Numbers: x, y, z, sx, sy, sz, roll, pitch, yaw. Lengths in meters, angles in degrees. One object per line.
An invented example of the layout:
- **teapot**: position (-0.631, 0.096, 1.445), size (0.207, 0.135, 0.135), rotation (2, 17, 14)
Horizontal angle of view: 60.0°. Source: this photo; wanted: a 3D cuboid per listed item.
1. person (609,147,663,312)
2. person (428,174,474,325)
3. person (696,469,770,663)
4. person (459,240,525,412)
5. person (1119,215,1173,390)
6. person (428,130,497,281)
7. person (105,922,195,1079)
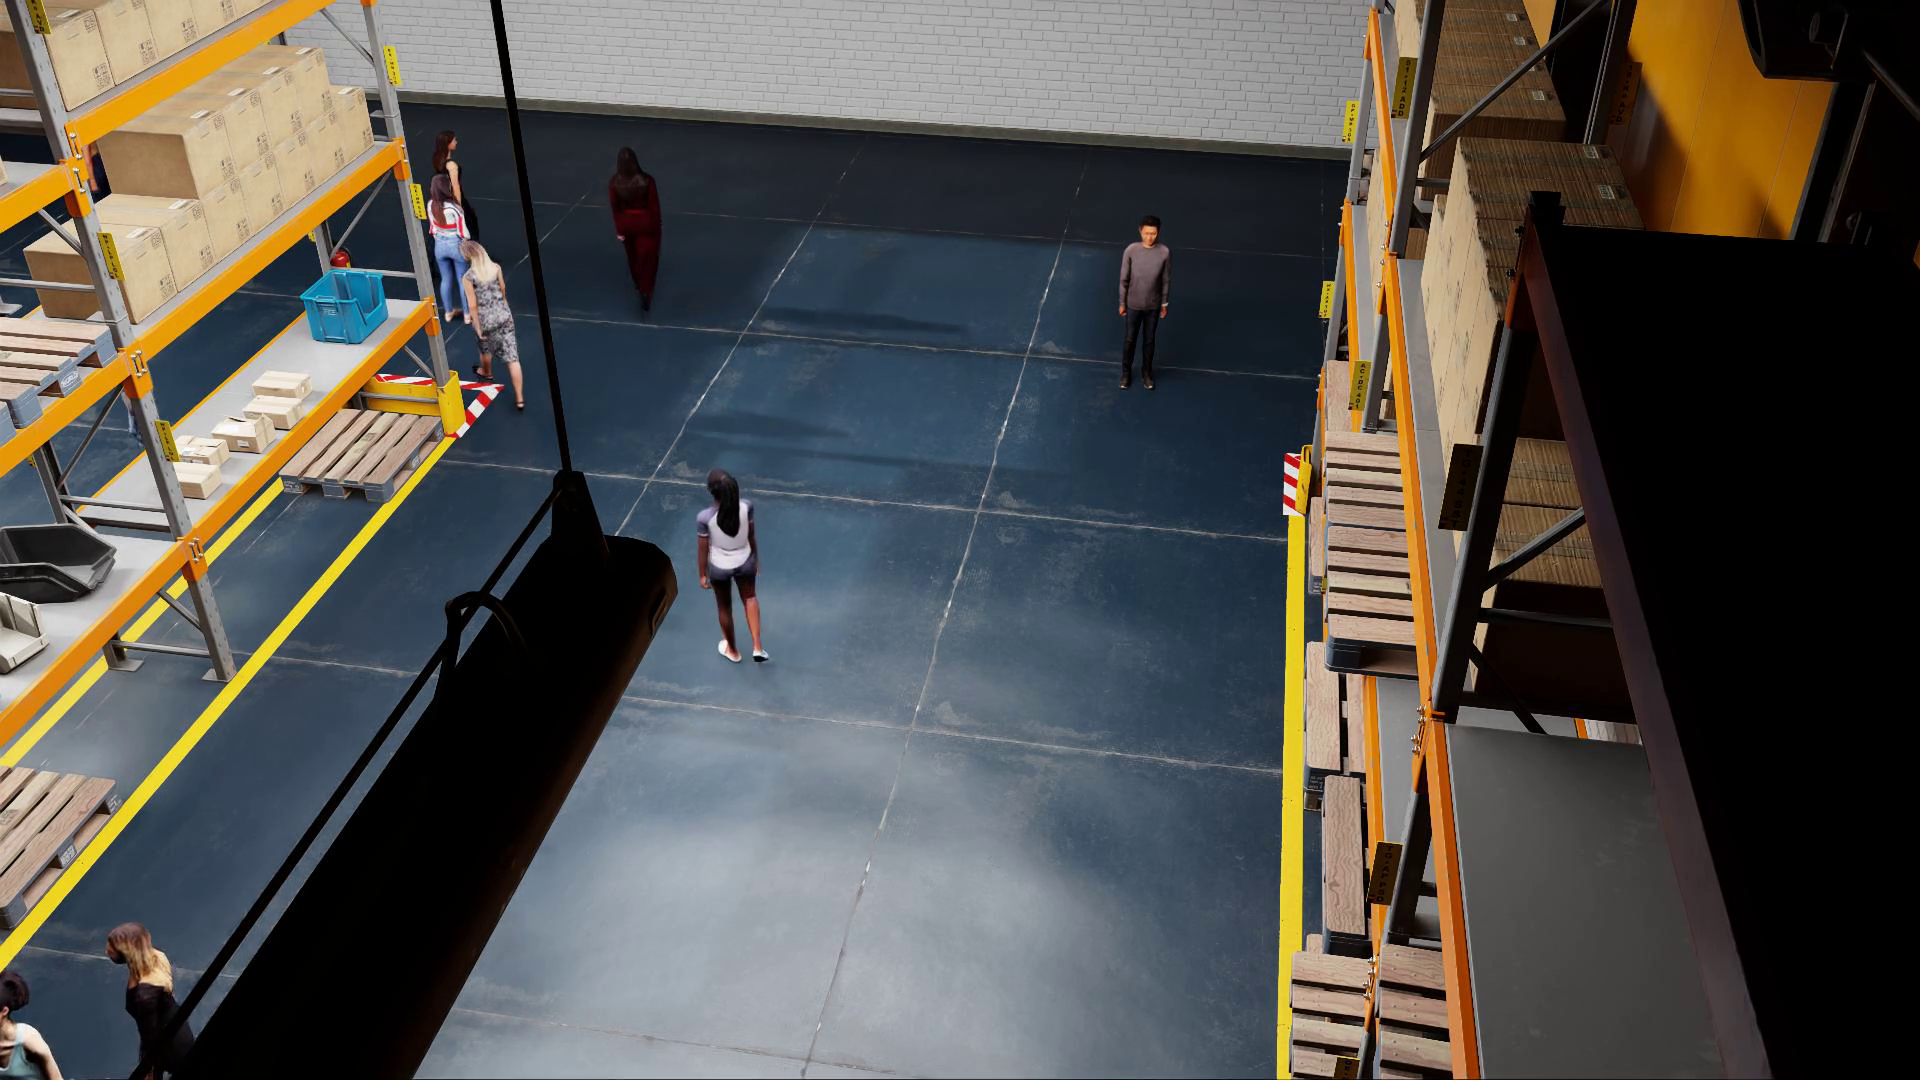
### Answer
- **person**: position (-3.377, -3.235, 17.486), size (0.776, 1.727, 1.112), rotation (0, 34, 1)
- **person**: position (-5.289, -3.020, 17.271), size (0.604, 1.607, 0.517), rotation (7, 34, 10)
- **person**: position (-1.659, 0.250, 12.256), size (0.882, 1.713, 0.969), rotation (-16, 37, -22)
- **person**: position (-4.353, -1.977, 15.671), size (1.136, 1.641, 1.164), rotation (-22, 40, -30)
- **person**: position (1.776, -2.301, 16.045), size (0.665, 1.765, 0.568), rotation (2, 34, 4)
- **person**: position (-5.607, -3.612, 18.123), size (0.984, 1.650, 1.221), rotation (24, 40, 31)
- **person**: position (-4.052, 2.634, 8.739), size (1.035, 1.635, 1.031), rotation (-16, 37, -23)
